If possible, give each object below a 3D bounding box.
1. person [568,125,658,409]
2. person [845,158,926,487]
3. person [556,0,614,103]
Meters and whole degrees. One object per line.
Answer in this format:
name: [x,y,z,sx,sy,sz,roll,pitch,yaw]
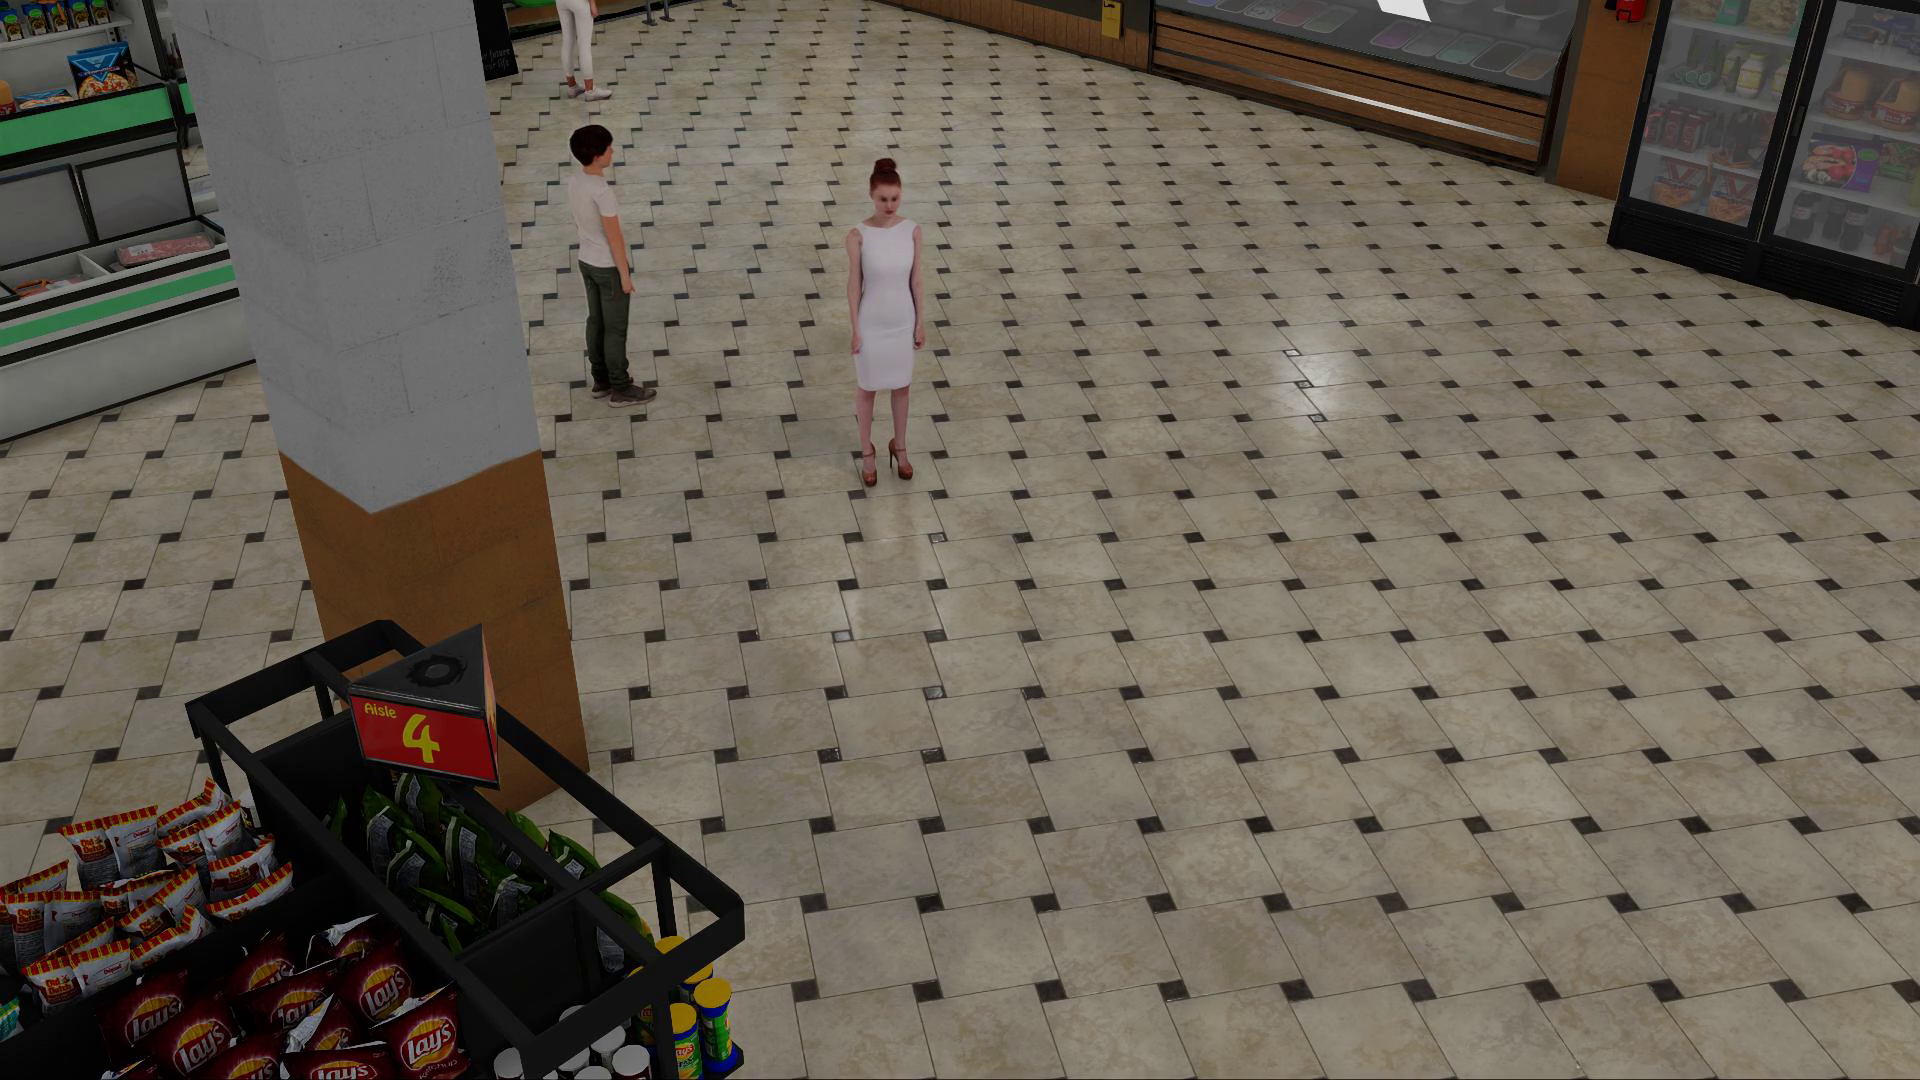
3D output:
person: [-2.046,-1.569,9.544,0.546,1.654,0.596,-24,39,-33]
person: [-0.390,-1.112,8.670,0.553,1.801,0.690,-10,33,-16]
person: [-3.392,-4.719,14.561,0.653,1.703,0.589,19,37,28]
